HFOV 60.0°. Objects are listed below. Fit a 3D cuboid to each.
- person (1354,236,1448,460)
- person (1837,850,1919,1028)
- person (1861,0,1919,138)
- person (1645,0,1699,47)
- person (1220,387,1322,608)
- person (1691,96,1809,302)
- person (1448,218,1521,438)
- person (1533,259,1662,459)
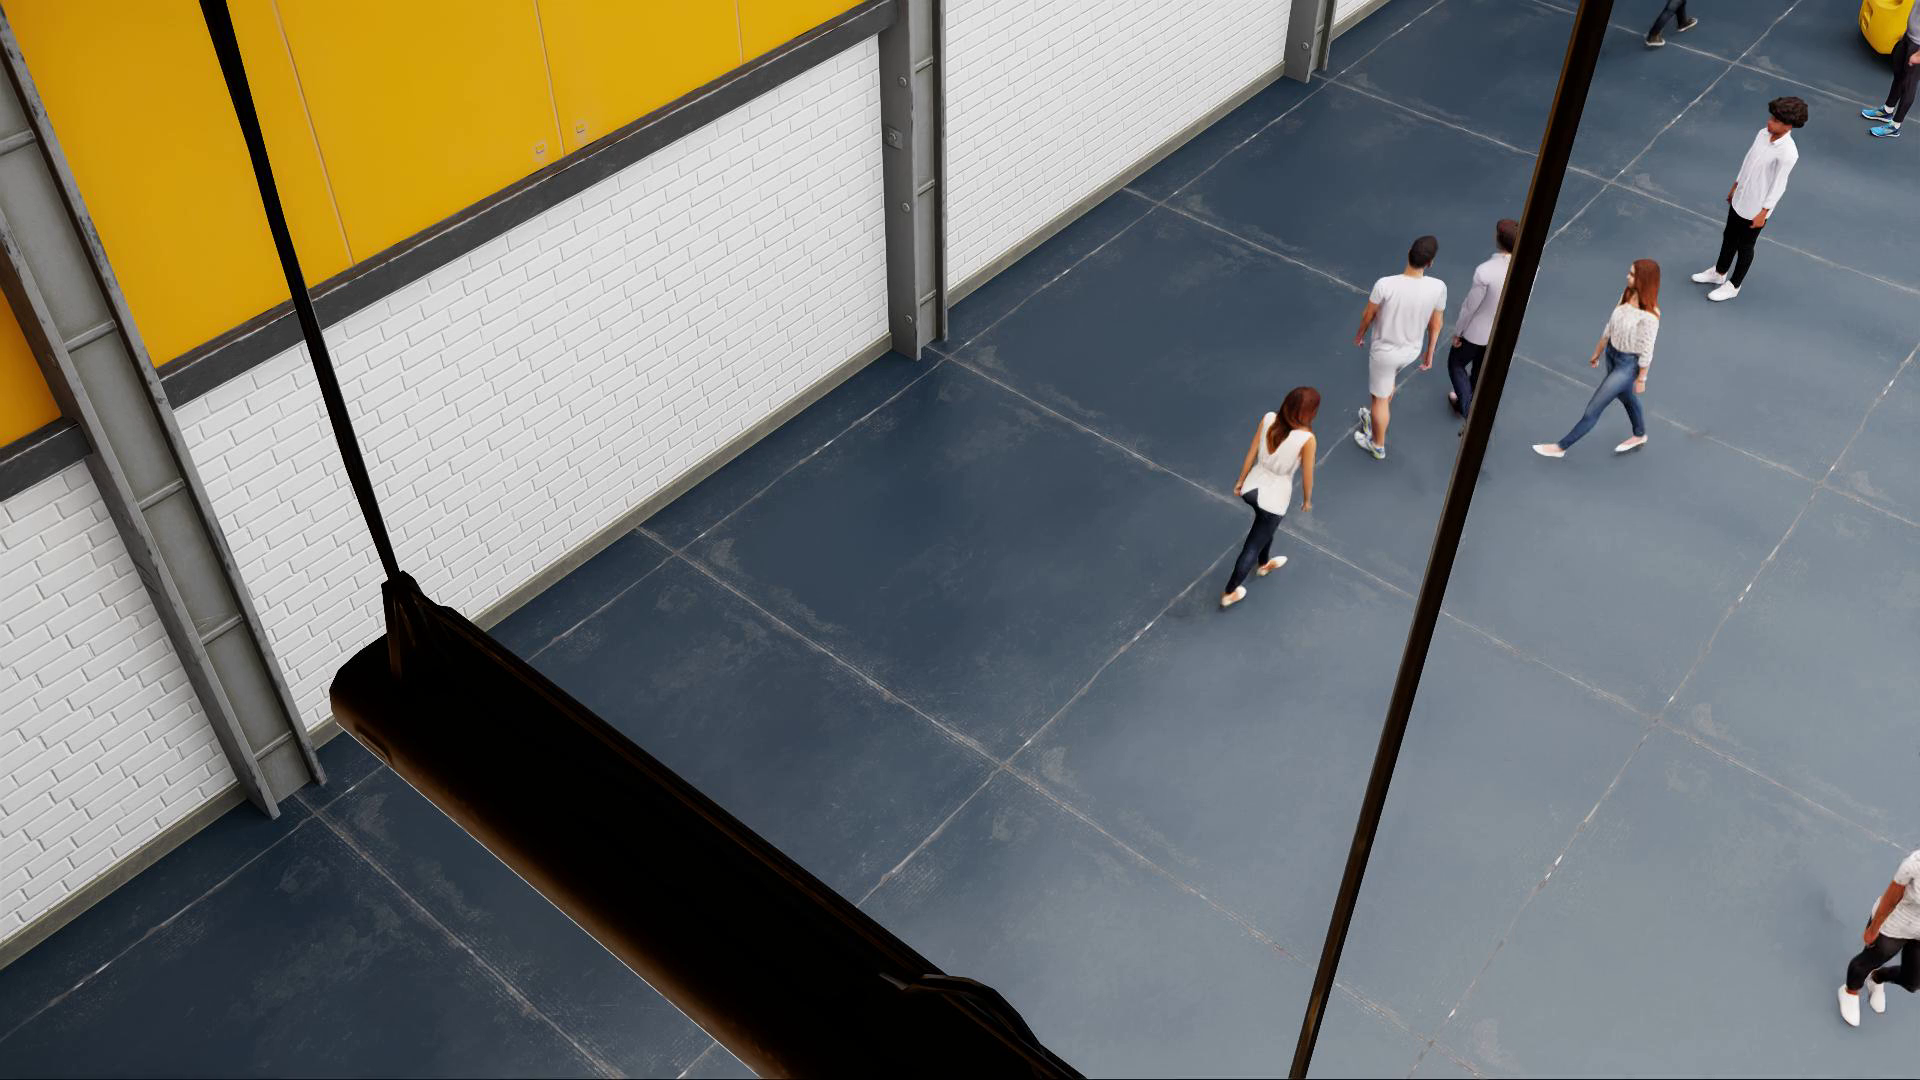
[{"bbox_3d":[3.209,-1.339,12.054,0.860,1.830,0.917,-9,44,-10],"label":"person"},{"bbox_3d":[4.955,1.950,8.744,0.670,1.635,0.715,8,44,9],"label":"person"},{"bbox_3d":[8.993,-4.680,15.563,0.834,1.828,0.701,7,44,7],"label":"person"},{"bbox_3d":[7.341,-5.719,16.943,1.083,1.428,0.821,-19,47,-19],"label":"person"},{"bbox_3d":[1.961,-0.251,10.972,0.953,1.747,0.729,-33,53,-30],"label":"person"},{"bbox_3d":[6.499,-2.799,13.601,0.771,1.810,0.730,-7,44,-8],"label":"person"},{"bbox_3d":[3.901,-1.517,12.244,1.041,1.827,1.063,-9,44,-9],"label":"person"},{"bbox_3d":[4.910,-1.284,12.108,1.185,1.676,1.094,-7,44,-7],"label":"person"}]
